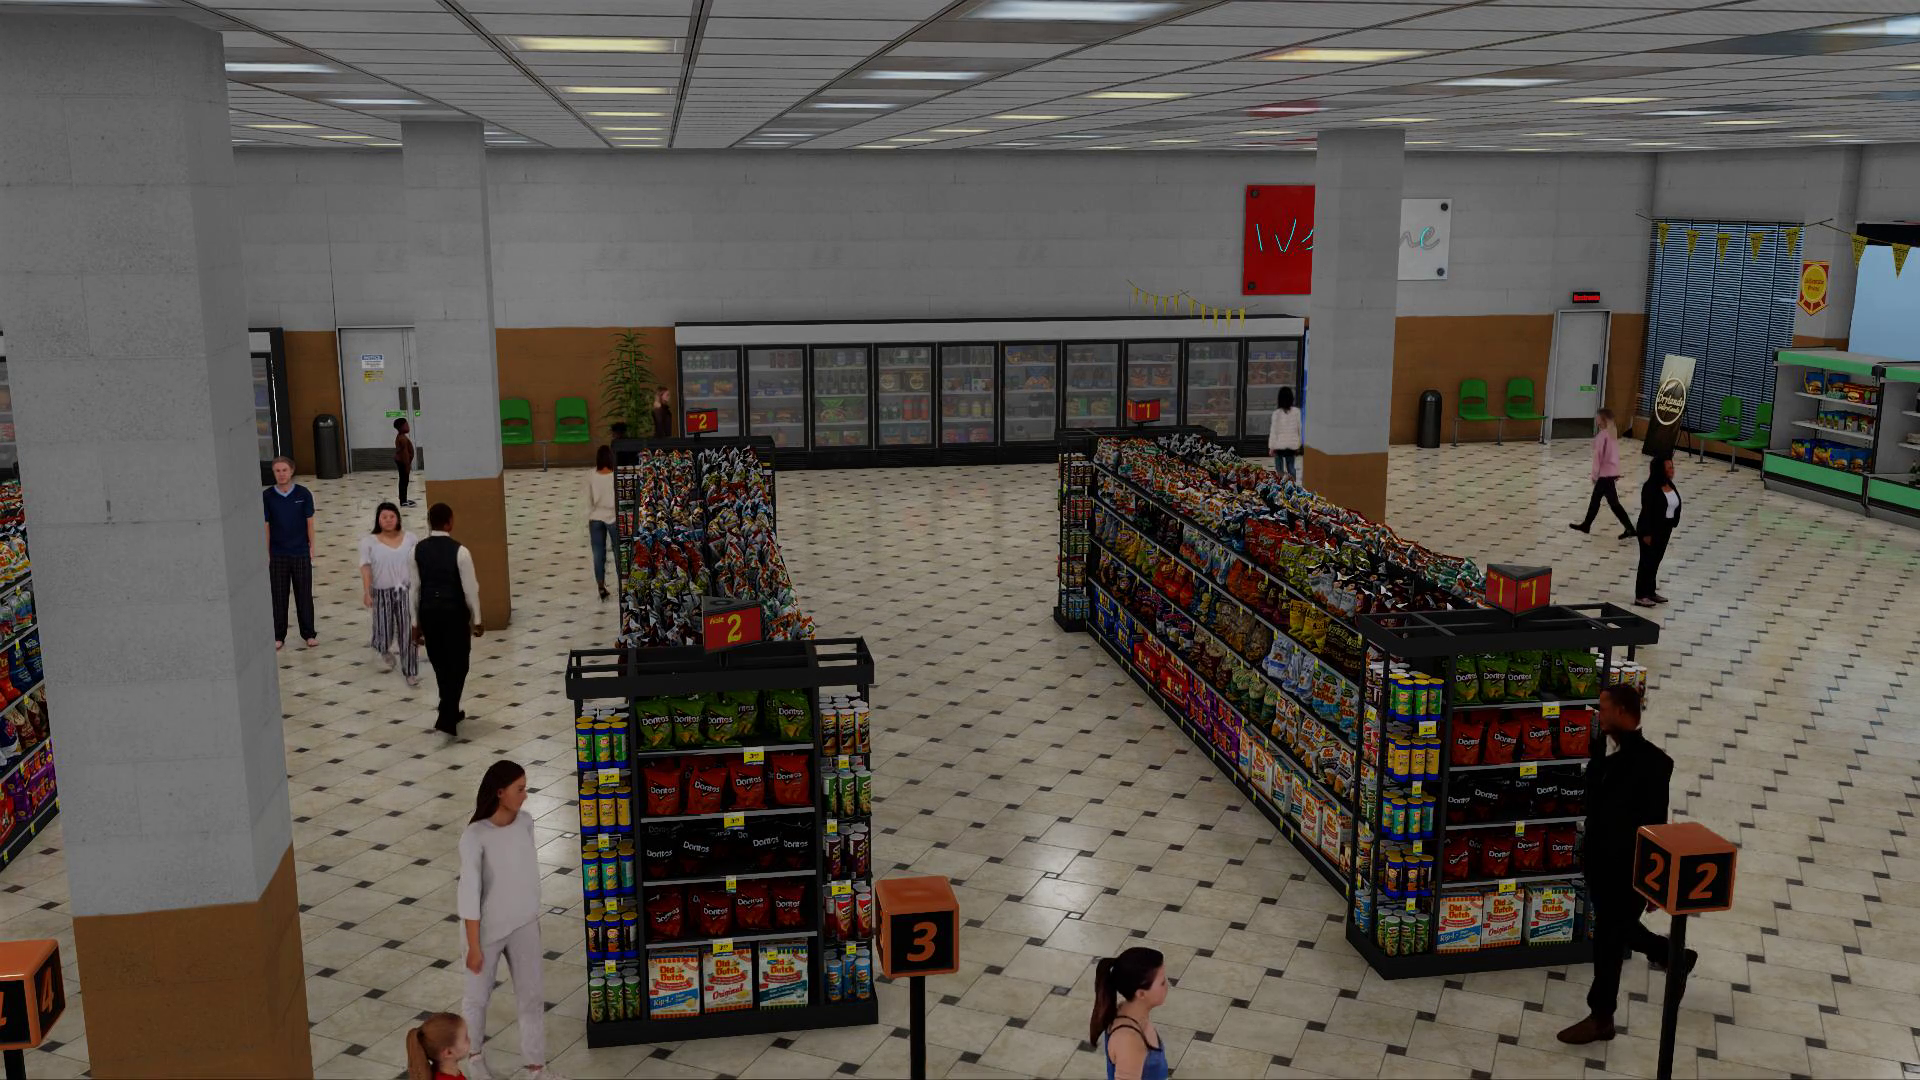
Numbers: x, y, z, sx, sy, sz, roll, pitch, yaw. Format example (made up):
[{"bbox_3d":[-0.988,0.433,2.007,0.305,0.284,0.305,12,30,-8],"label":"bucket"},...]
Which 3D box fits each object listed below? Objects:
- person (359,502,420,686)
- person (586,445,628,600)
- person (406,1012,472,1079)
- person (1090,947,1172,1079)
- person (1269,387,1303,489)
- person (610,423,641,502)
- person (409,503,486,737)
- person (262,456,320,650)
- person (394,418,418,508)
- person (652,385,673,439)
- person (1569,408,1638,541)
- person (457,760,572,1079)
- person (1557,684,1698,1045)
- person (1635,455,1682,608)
[{"bbox_3d":[-5.110,0.468,14.951,0.890,1.644,1.135,-7,14,-28],"label":"person"},{"bbox_3d":[-3.843,-0.166,17.964,0.828,1.644,1.108,1,12,5],"label":"person"},{"bbox_3d":[-2.035,2.460,6.435,0.761,1.255,0.861,-7,14,-29],"label":"person"},{"bbox_3d":[0.567,2.311,6.365,0.753,1.576,0.967,0,12,-1],"label":"person"},{"bbox_3d":[4.651,-1.348,23.613,0.624,1.628,0.793,-2,12,-11],"label":"person"},{"bbox_3d":[-4.543,-0.989,22.829,0.727,1.248,0.718,-7,14,-30],"label":"person"},{"bbox_3d":[-4.153,0.669,13.351,0.888,1.911,1.067,1,12,3],"label":"person"},{"bbox_3d":[-6.496,0.112,16.090,0.710,1.872,0.635,-5,13,-24],"label":"person"},{"bbox_3d":[-7.807,-1.092,23.310,0.626,1.253,0.501,-7,14,-28],"label":"person"},{"bbox_3d":[-4.273,-1.333,23.412,0.766,1.682,0.664,1,12,6],"label":"person"},{"bbox_3d":[8.263,-0.805,20.990,1.084,1.647,1.207,-12,16,-43],"label":"person"},{"bbox_3d":[-2.311,1.885,8.187,1.027,1.659,0.953,10,16,40],"label":"person"},{"bbox_3d":[3.519,1.675,8.667,0.907,1.871,1.161,-5,13,-21],"label":"person"},{"bbox_3d":[7.413,-0.108,17.754,0.756,1.616,0.786,-10,16,-40],"label":"person"}]
